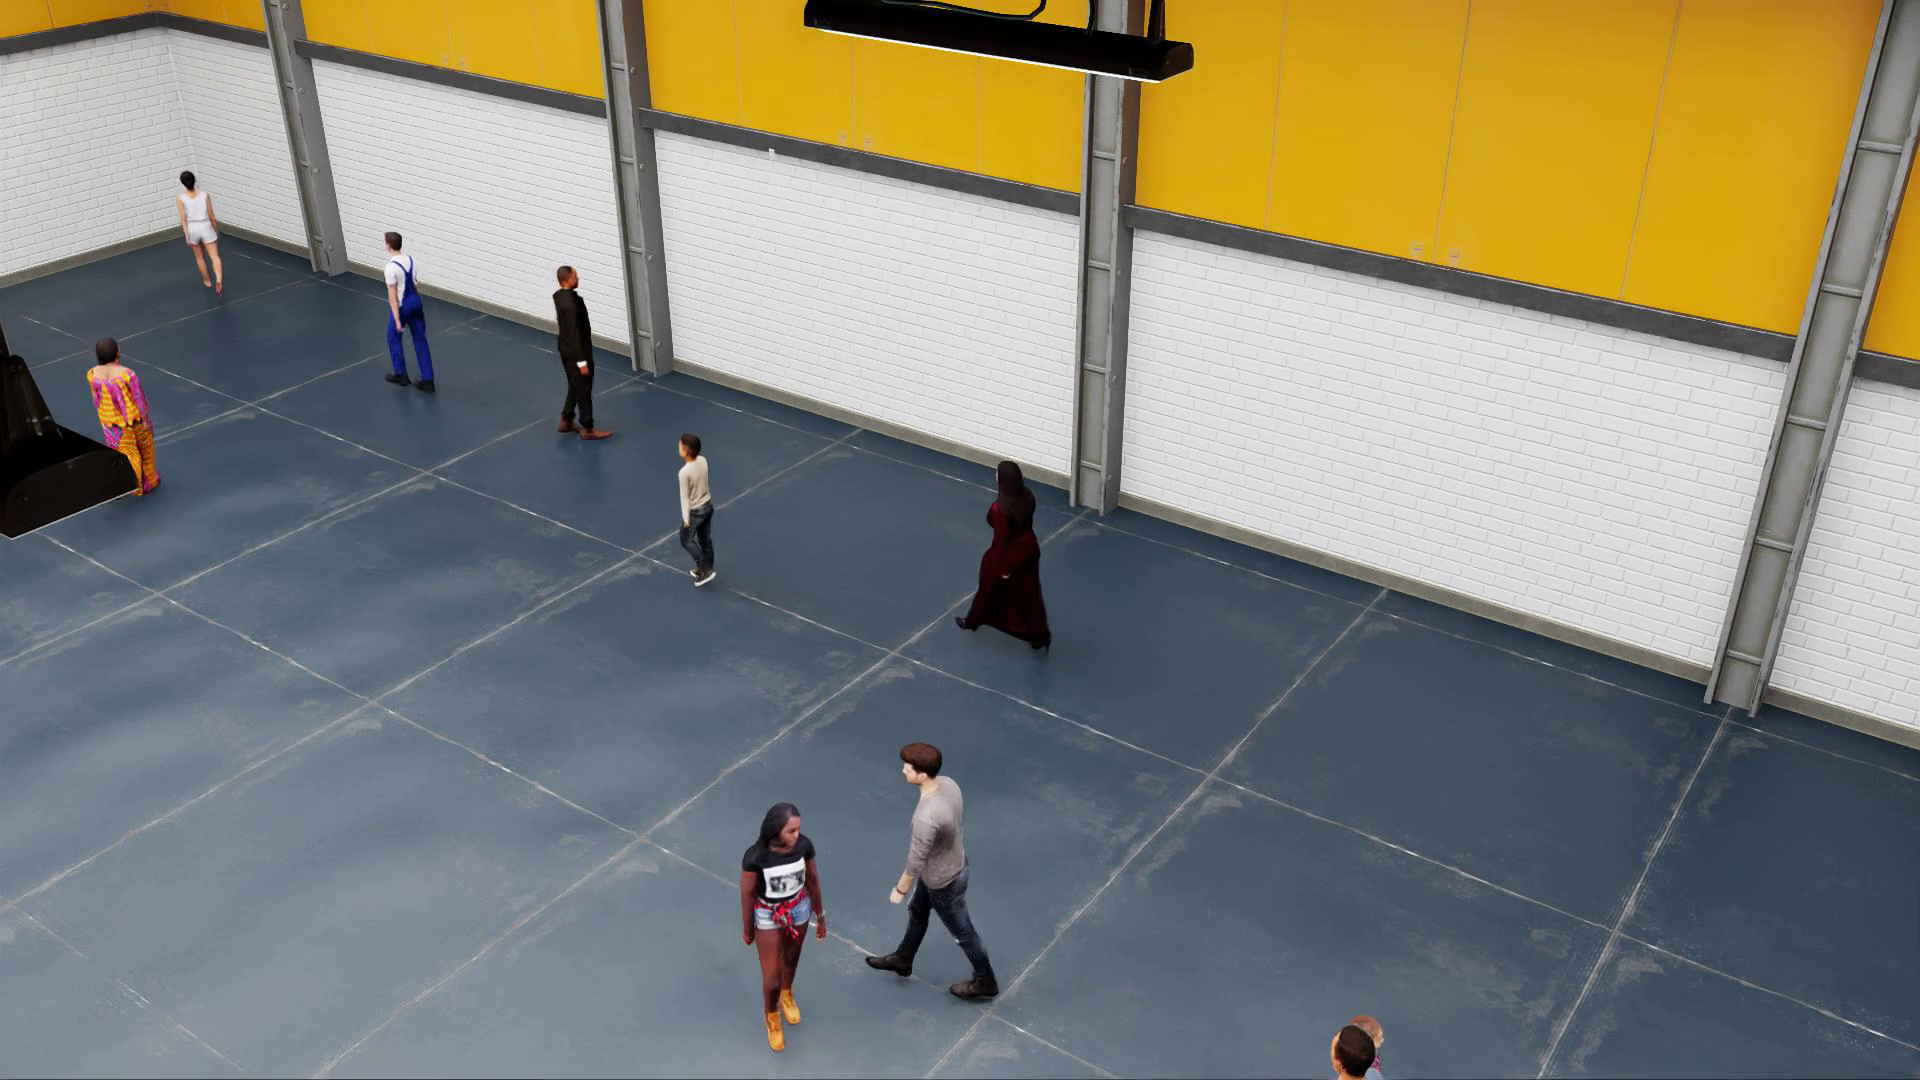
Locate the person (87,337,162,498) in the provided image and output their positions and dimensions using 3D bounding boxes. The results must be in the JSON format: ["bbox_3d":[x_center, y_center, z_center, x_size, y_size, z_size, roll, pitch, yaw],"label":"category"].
[{"bbox_3d":[-8.185,-1.177,16.210,0.961,1.670,0.971,1,29,2],"label":"person"}]

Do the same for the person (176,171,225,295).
[{"bbox_3d":[-9.725,-3.920,21.327,0.844,1.586,1.060,-15,32,-25],"label":"person"}]

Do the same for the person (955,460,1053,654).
[{"bbox_3d":[0.520,0.184,13.674,1.137,1.710,0.712,21,35,34],"label":"person"}]

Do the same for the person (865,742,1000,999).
[{"bbox_3d":[-0.002,2.049,10.090,1.211,1.868,1.023,3,29,5],"label":"person"}]

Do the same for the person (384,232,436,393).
[{"bbox_3d":[-6.077,-2.506,18.489,0.917,1.822,0.661,17,33,28],"label":"person"}]

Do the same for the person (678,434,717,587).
[{"bbox_3d":[-2.269,-0.248,14.735,0.612,1.452,0.569,15,32,25],"label":"person"}]

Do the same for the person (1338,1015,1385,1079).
[{"bbox_3d":[2.155,3.009,9.225,0.788,1.011,0.621,4,29,7],"label":"person"}]

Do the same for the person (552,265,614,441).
[{"bbox_3d":[-4.051,-1.968,17.397,0.938,1.922,0.877,-13,31,-22],"label":"person"}]

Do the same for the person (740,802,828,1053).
[{"bbox_3d":[-1.101,2.222,9.948,0.747,1.700,0.801,-15,32,-26],"label":"person"}]
